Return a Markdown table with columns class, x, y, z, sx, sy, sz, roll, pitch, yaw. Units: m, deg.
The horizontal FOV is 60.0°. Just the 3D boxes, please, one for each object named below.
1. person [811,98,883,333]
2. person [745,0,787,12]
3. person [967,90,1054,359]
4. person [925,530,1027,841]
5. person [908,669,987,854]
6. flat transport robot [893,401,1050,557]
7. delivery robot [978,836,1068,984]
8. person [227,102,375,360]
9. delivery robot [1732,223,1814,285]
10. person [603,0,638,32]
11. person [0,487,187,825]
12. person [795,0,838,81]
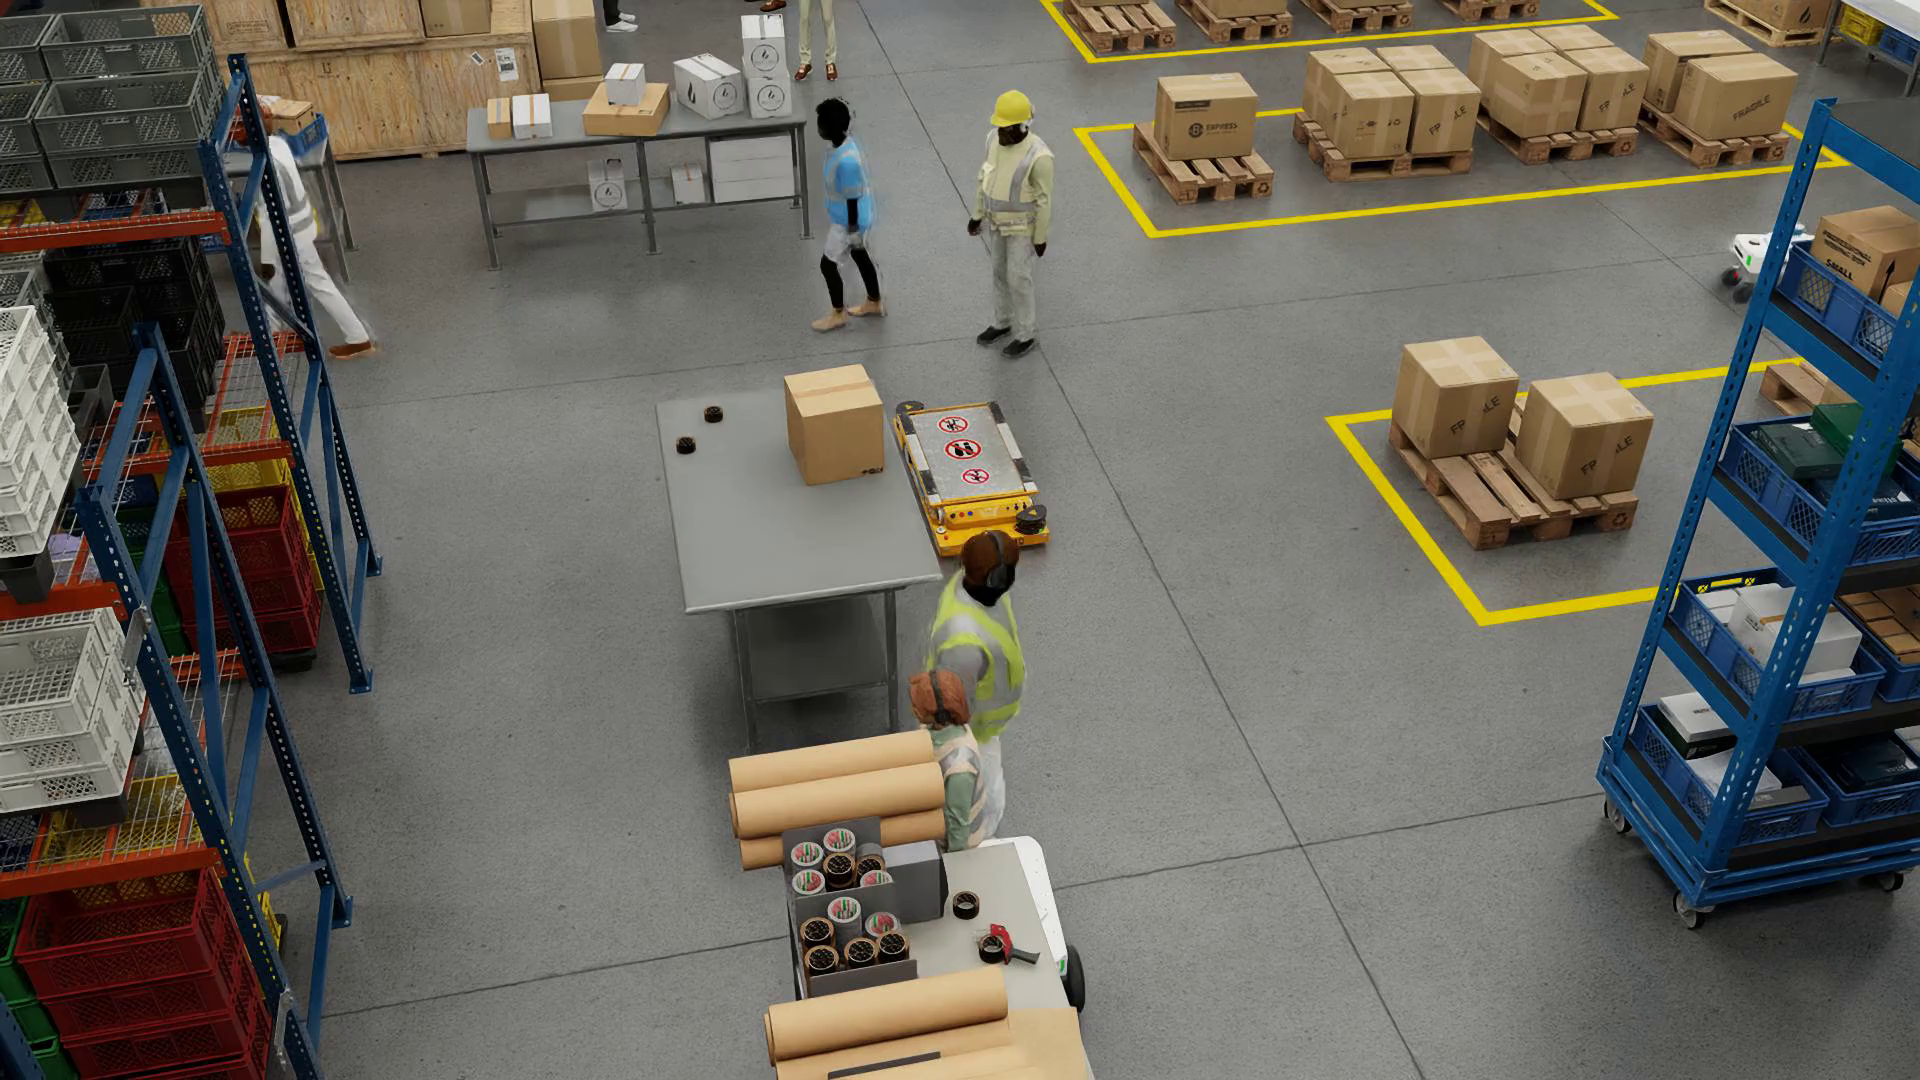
| class | x | y | z | sx | sy | sz | roll | pitch | yaw |
| --- | --- | --- | --- | --- | --- | --- | --- | --- | --- |
| person | -0.824 | -2.190 | 11.314 | 0.673 | 1.671 | 0.571 | -6 | 37 | -8 |
| person | -1.995 | -6.299 | 16.632 | 0.410 | 1.913 | 0.651 | -20 | 41 | -25 |
| person | 0.336 | -2.122 | 11.096 | 0.428 | 1.827 | 0.609 | -24 | 43 | -28 |
| person | 0.068 | 0.742 | 7.254 | 0.435 | 1.814 | 0.688 | 4 | 37 | 5 |
| person | -0.053 | 1.170 | 6.825 | 0.319 | 1.631 | 0.527 | -8 | 37 | -11 |
| flat transport robot | 0.046 | -0.430 | 10.108 | 0.652 | 0.197 | 1.431 | -8 | 37 | -10 |
| delivery robot | 0.232 | 1.591 | 7.081 | 0.477 | 0.478 | 0.707 | -5 | 37 | -7 |
| person | -4.487 | -1.976 | 10.884 | 0.980 | 1.831 | 0.597 | -8 | 37 | -11 |
| delivery robot | 5.945 | -2.041 | 11.962 | 0.707 | 0.478 | 0.477 | 1 | 37 | 2 |
| person | -3.414 | -5.907 | 16.111 | 0.389 | 1.911 | 0.591 | -9 | 38 | -12 |
| person | -3.876 | 0.528 | 7.439 | 0.633 | 1.932 | 0.369 | 0 | 37 | 0 |
| person | -1.310 | -5.101 | 15.058 | 0.517 | 1.870 | 0.328 | 3 | 37 | 4 |
